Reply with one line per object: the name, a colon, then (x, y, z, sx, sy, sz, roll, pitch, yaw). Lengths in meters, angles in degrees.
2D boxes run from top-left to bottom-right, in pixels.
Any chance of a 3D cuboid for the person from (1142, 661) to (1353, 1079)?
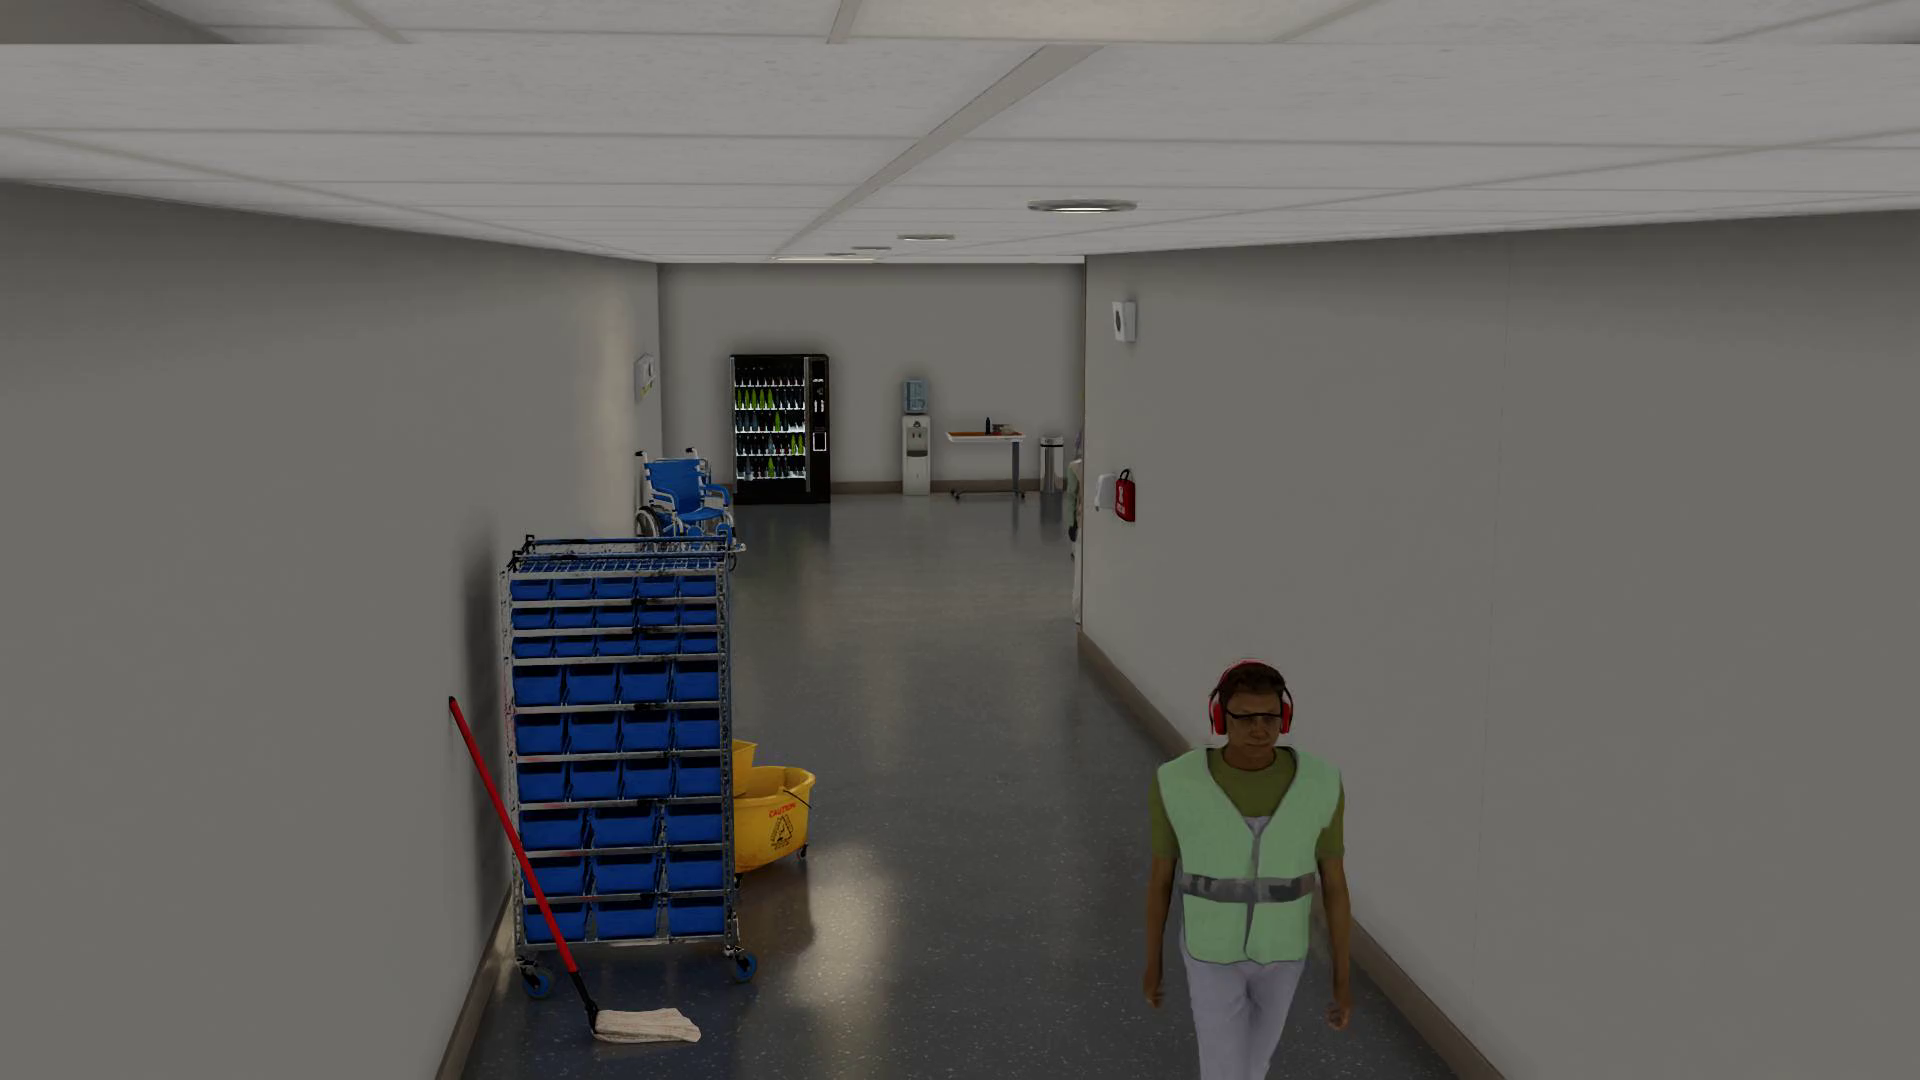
person: (0.842, 1.216, 4.916, 0.581, 1.795, 1.008, -1, 9, -5)
